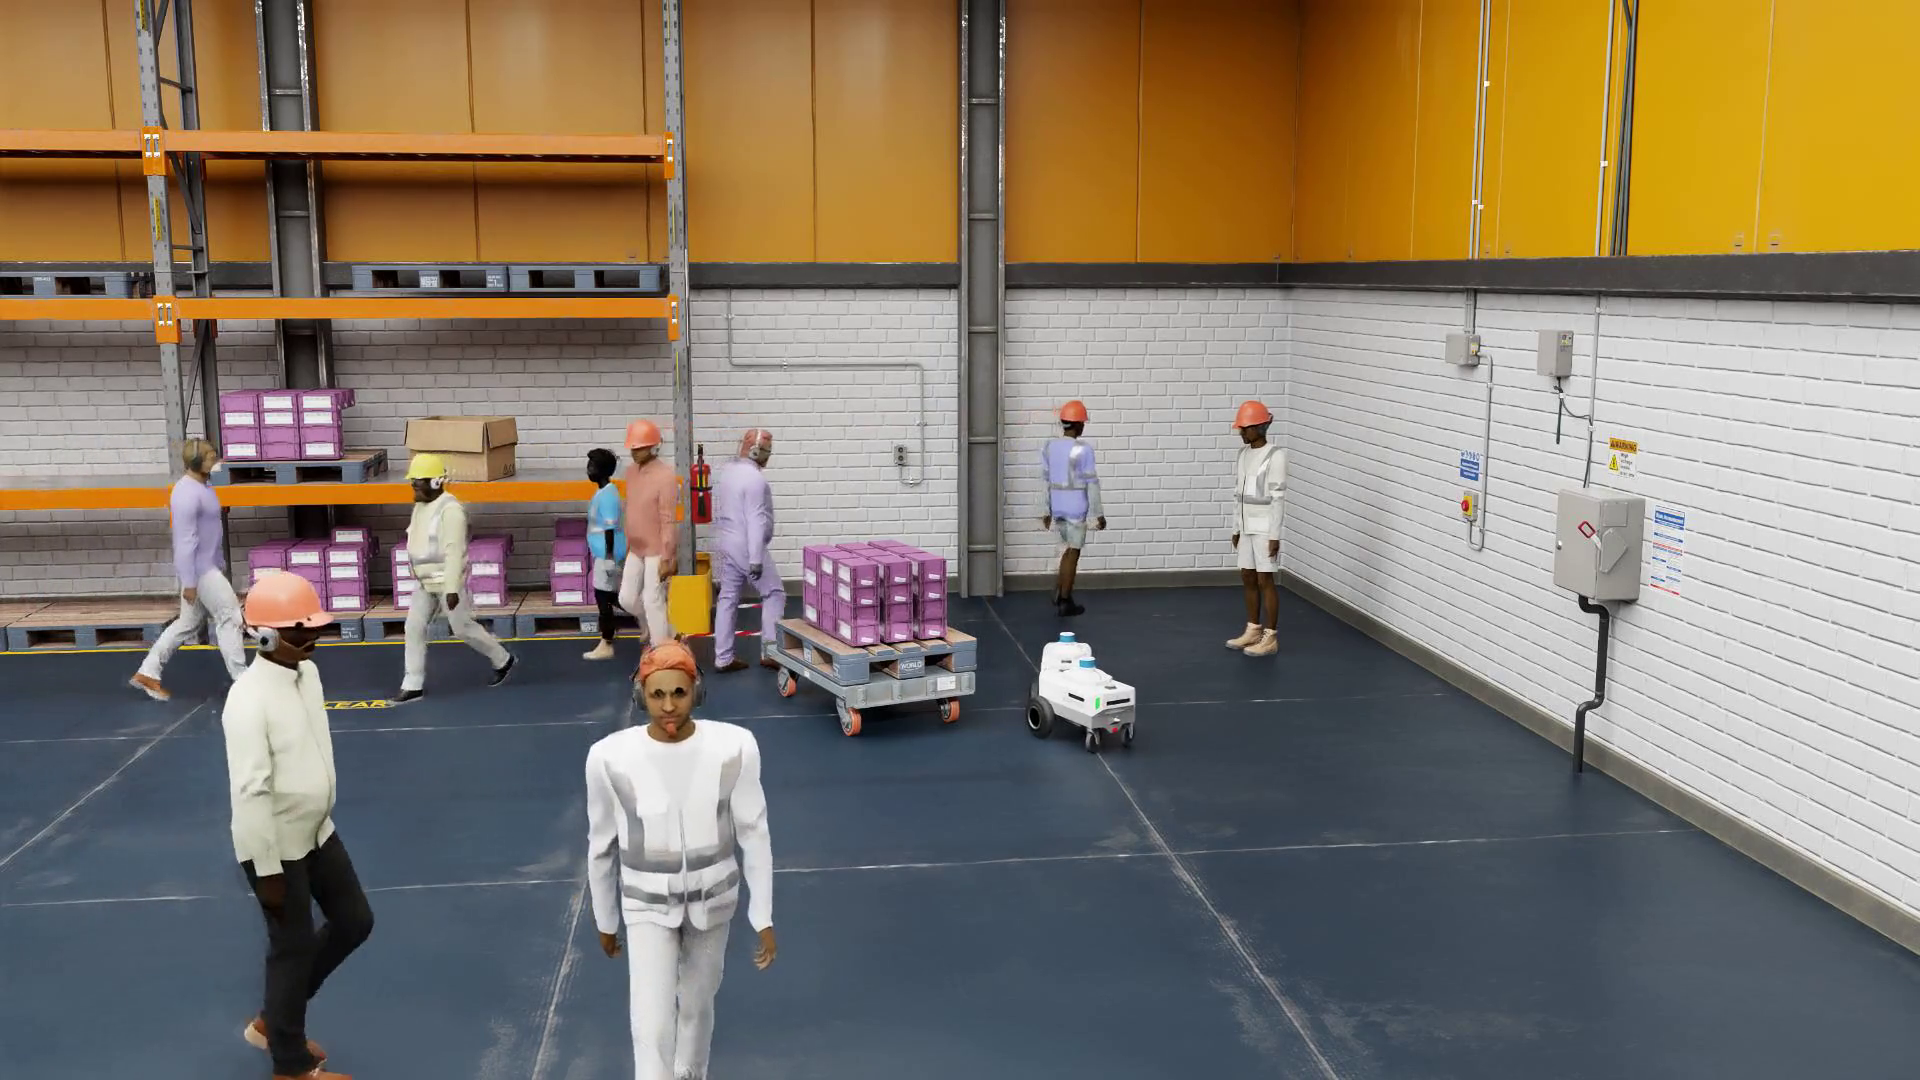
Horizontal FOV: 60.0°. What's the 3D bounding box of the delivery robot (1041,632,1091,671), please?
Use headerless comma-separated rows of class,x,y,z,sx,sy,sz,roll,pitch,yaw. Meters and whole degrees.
delivery robot,0.736,0.879,11.467,0.477,0.478,0.707,1,9,5

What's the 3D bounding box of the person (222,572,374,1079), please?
person,-2.411,1.085,6.042,0.440,1.974,0.643,0,9,3

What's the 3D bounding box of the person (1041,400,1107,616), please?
person,1.024,-0.277,14.748,0.479,1.920,0.550,-7,12,-39

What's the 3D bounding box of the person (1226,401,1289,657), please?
person,2.342,-0.093,13.261,0.407,2.029,0.612,-4,10,-25

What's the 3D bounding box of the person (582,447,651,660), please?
person,-2.698,0.103,13.084,0.536,1.683,0.539,-3,9,-16

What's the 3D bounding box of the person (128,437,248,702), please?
person,-5.410,0.214,11.736,0.975,1.903,0.645,-3,10,-17

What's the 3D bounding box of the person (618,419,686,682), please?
person,-2.296,0.074,12.375,0.489,1.969,0.632,-8,12,-41

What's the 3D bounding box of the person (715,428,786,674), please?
person,-1.540,0.085,12.604,0.752,1.867,0.686,-6,11,-32

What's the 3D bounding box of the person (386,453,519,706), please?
person,-3.631,0.250,11.846,0.589,1.787,0.923,8,12,42

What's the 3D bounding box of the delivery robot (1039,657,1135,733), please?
delivery robot,0.818,0.997,10.731,0.477,0.478,0.707,-5,11,-30

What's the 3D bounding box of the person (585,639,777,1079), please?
person,-0.896,1.253,5.431,0.583,1.836,0.968,-3,10,-18
